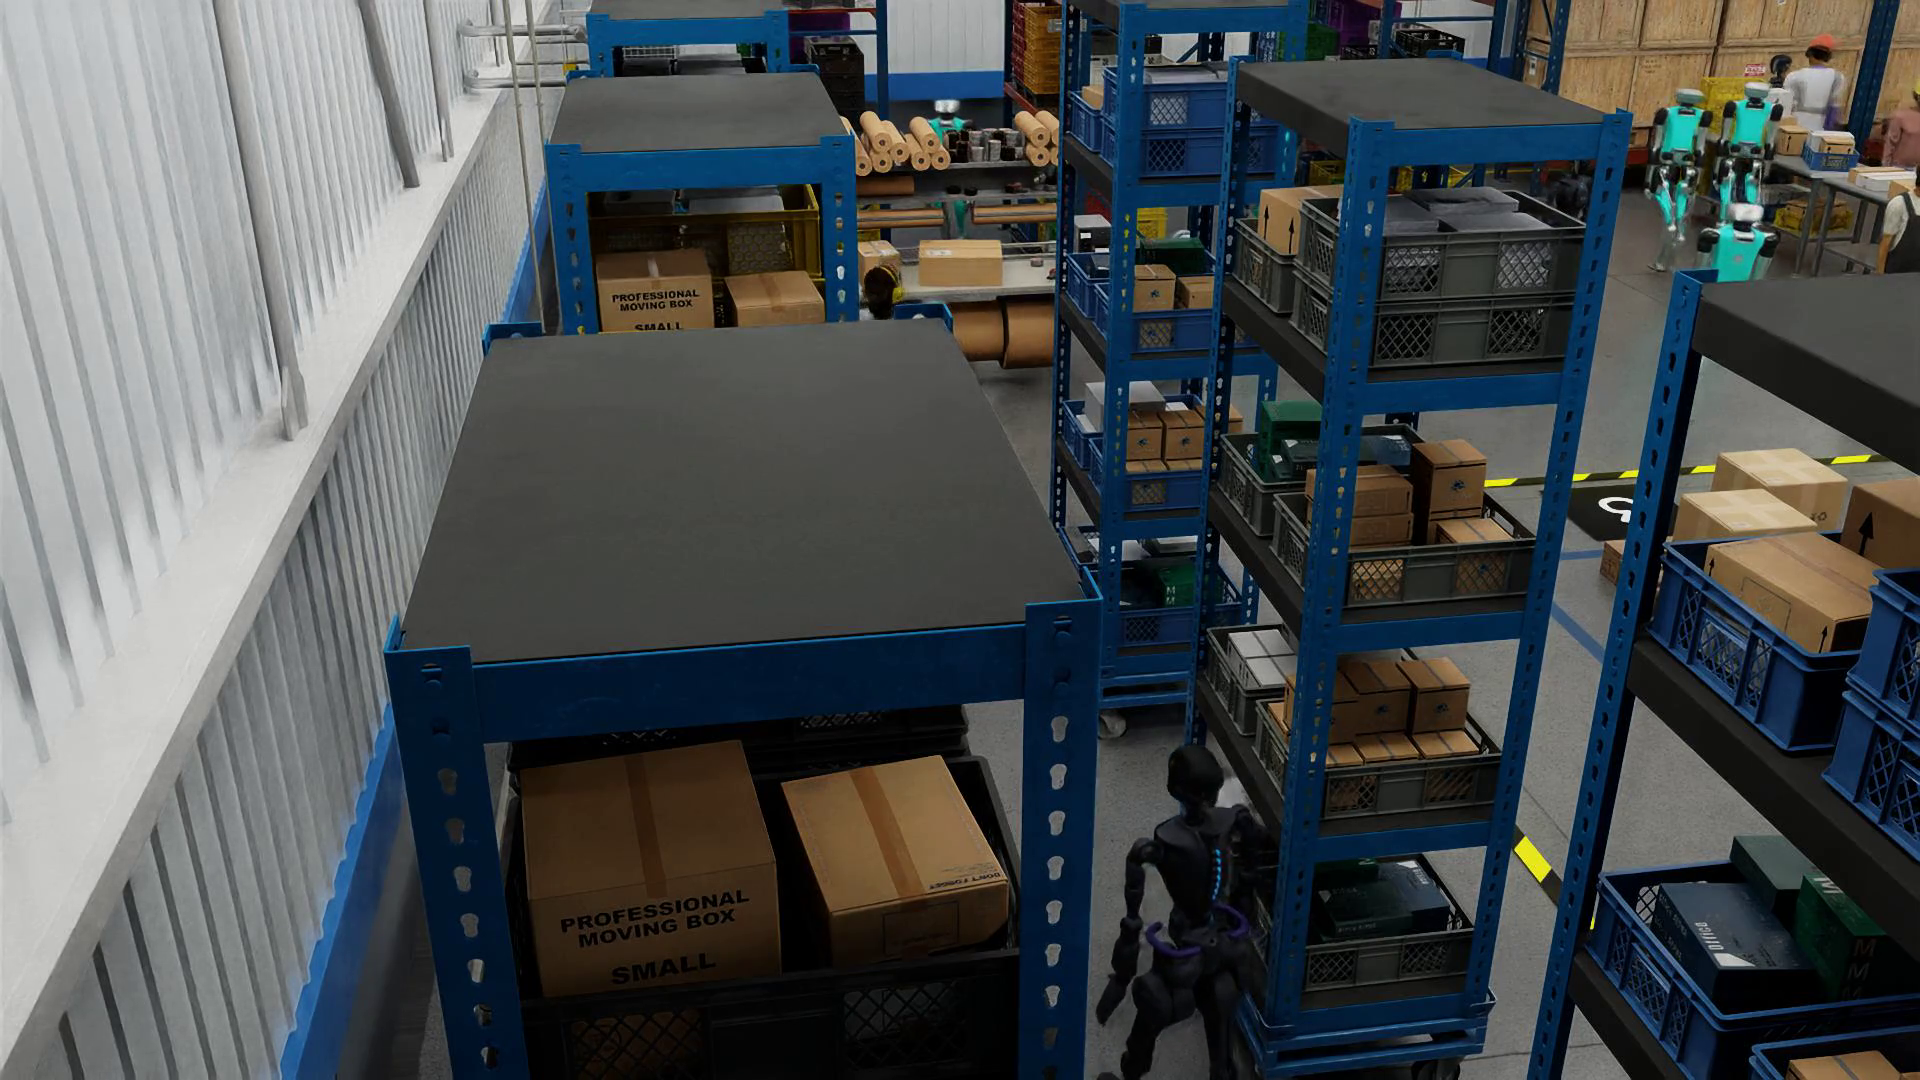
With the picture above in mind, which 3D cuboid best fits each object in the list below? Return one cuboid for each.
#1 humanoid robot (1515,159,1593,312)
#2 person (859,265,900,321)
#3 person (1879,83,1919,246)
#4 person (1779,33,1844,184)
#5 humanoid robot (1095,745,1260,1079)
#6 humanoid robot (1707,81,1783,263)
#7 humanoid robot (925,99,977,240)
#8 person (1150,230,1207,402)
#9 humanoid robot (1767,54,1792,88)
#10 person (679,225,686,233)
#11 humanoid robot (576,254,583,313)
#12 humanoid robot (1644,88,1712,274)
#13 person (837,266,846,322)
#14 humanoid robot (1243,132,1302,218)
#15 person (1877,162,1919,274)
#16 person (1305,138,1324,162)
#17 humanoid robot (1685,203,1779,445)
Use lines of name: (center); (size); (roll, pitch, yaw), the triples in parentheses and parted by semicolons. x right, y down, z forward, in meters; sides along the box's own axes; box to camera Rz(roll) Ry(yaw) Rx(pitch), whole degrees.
humanoid robot: (5.158, -2.570, 14.288); (0.608, 1.618, 0.842); (-13, 28, -26)
person: (-0.492, -0.799, 10.195); (0.522, 1.808, 1.005); (14, 28, 28)
person: (9.481, -3.700, 16.564); (0.553, 1.737, 0.743); (6, 25, 13)
person: (8.921, -4.299, 17.591); (0.728, 1.987, 0.823); (1, 25, 1)
humanoid robot: (0.768, 1.418, 5.581); (0.602, 1.630, 0.768); (-13, 28, -26)
humanoid robot: (7.587, -3.476, 16.137); (0.531, 1.806, 0.789); (9, 26, 18)
humanoid robot: (-0.080, -3.361, 15.882); (0.547, 1.789, 0.927); (2, 25, 5)
person: (1.410, -1.106, 10.808); (0.590, 1.852, 0.364); (-4, 25, -8)
humanoid robot: (8.951, -4.544, 18.485); (0.355, 1.656, 0.593); (5, 25, 10)
person: (-2.896, -3.687, 16.396); (0.517, 1.873, 0.332); (7, 26, 15)
humanoid robot: (-2.384, -1.259, 11.346); (0.420, 1.637, 0.603); (6, 25, 12)
humanoid robot: (6.819, -3.291, 15.815); (0.535, 1.868, 0.783); (2, 25, 4)
person: (-1.085, -1.290, 11.264); (0.584, 1.797, 0.917); (-13, 28, -27)
humanoid robot: (2.868, -3.179, 15.420); (0.549, 1.725, 0.978); (7, 26, 15)
person: (7.312, -2.056, 12.897); (0.503, 1.841, 0.347); (-6, 25, -13)
person: (3.895, -4.528, 18.169); (0.381, 1.916, 0.595); (3, 25, 5)
humanoid robot: (5.427, -1.618, 12.078); (0.551, 1.790, 0.799); (3, 25, 6)
